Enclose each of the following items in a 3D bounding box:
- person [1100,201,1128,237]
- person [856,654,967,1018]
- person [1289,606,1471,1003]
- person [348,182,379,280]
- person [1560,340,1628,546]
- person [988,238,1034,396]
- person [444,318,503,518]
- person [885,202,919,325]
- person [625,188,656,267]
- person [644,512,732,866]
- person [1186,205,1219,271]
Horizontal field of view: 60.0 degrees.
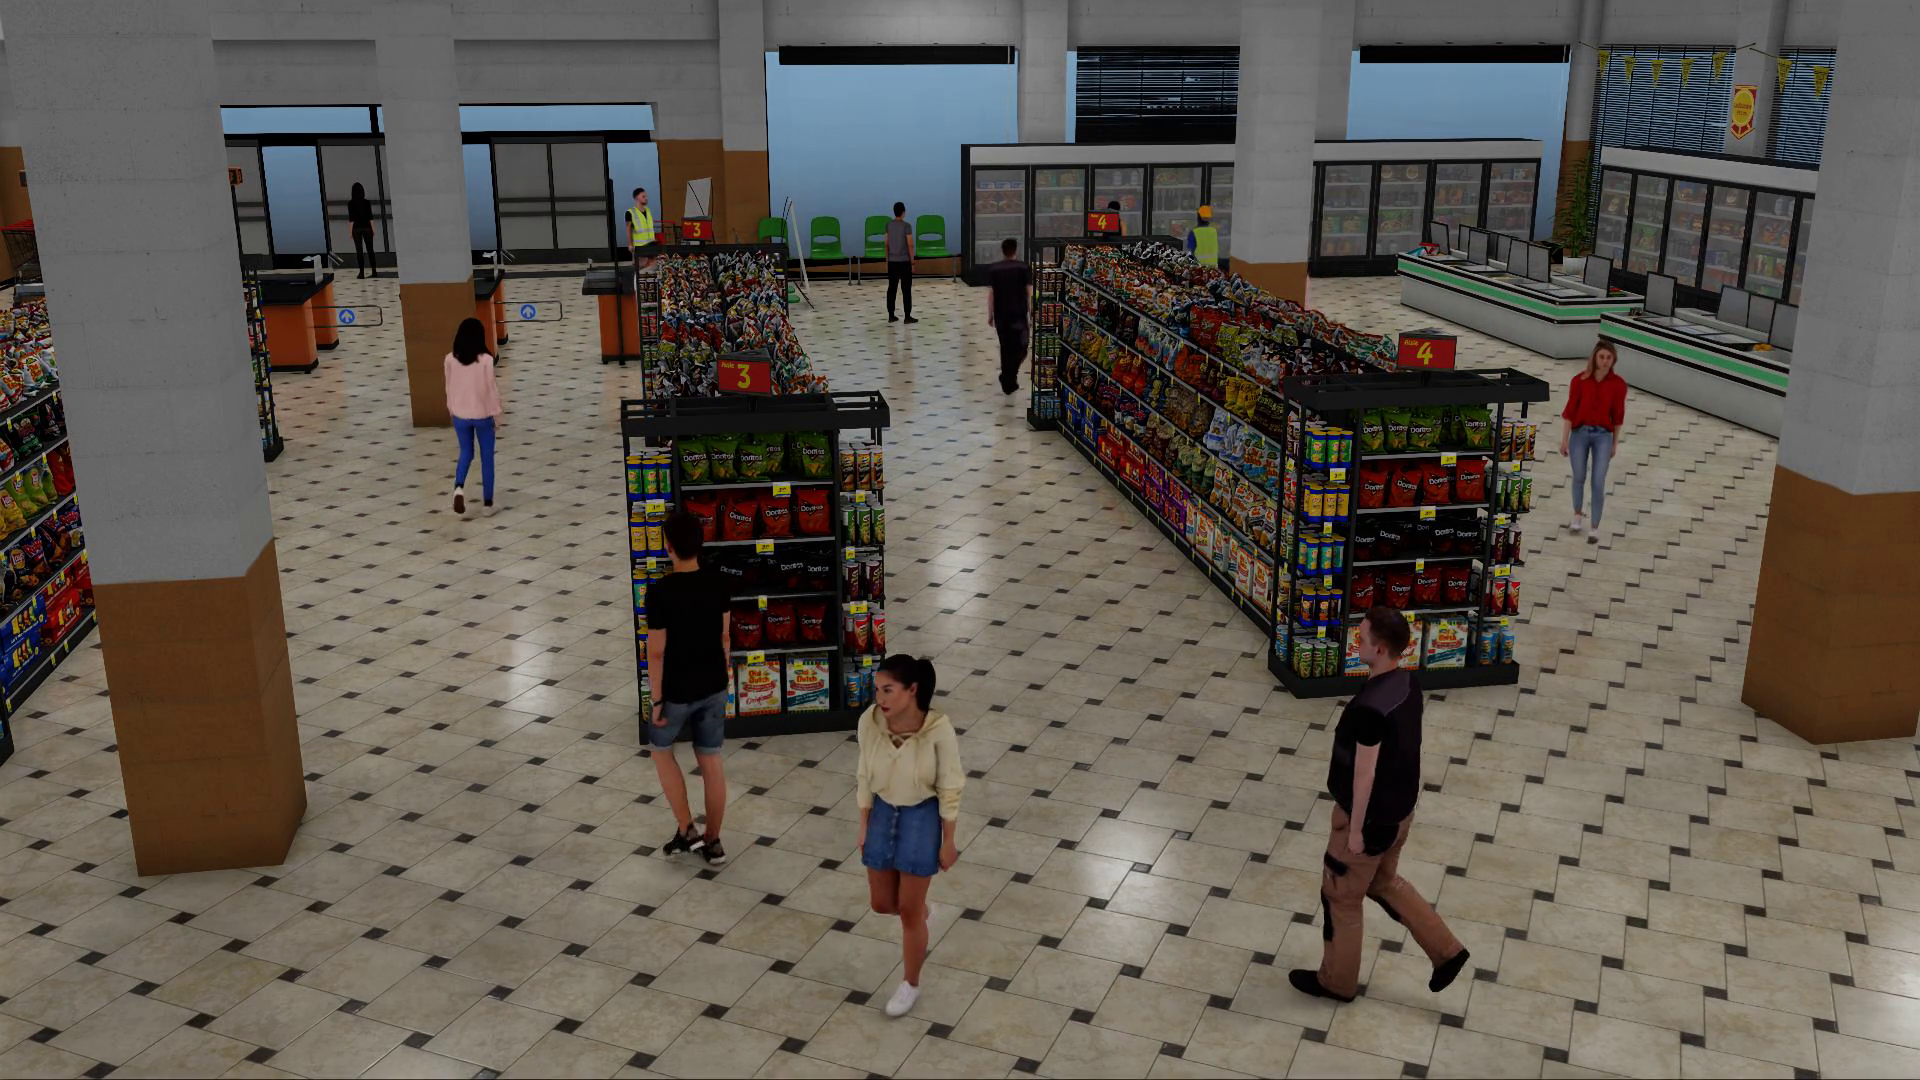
[{"bbox_3d":[2.400,-4.515,26.108,0.651,1.604,0.656,6,18,18],"label":"person"},{"bbox_3d":[-0.196,1.223,7.187,0.862,1.618,0.941,7,18,22],"label":"person"},{"bbox_3d":[1.834,1.164,7.035,1.085,1.818,1.025,11,20,33],"label":"person"},{"bbox_3d":[-10.383,-5.379,28.887,0.644,1.642,0.619,-10,19,-29],"label":"person"},{"bbox_3d":[5.243,-0.823,13.857,0.997,1.657,1.196,6,18,20],"label":"person"},{"bbox_3d":[0.577,-2.552,19.254,1.050,1.830,1.165,8,18,24],"label":"person"},{"bbox_3d":[-4.222,-1.020,14.336,0.806,1.757,0.950,2,17,7],"label":"person"},{"bbox_3d":[-0.886,-4.072,24.392,0.697,1.754,0.731,9,19,27],"label":"person"},{"bbox_3d":[-4.900,-4.517,25.698,0.915,1.845,0.849,10,20,30],"label":"person"},{"bbox_3d":[-1.296,0.776,8.284,0.754,1.836,0.771,-11,20,-33],"label":"person"},{"bbox_3d":[3.410,-3.738,23.202,0.702,1.805,0.710,-5,18,-17],"label":"person"}]
